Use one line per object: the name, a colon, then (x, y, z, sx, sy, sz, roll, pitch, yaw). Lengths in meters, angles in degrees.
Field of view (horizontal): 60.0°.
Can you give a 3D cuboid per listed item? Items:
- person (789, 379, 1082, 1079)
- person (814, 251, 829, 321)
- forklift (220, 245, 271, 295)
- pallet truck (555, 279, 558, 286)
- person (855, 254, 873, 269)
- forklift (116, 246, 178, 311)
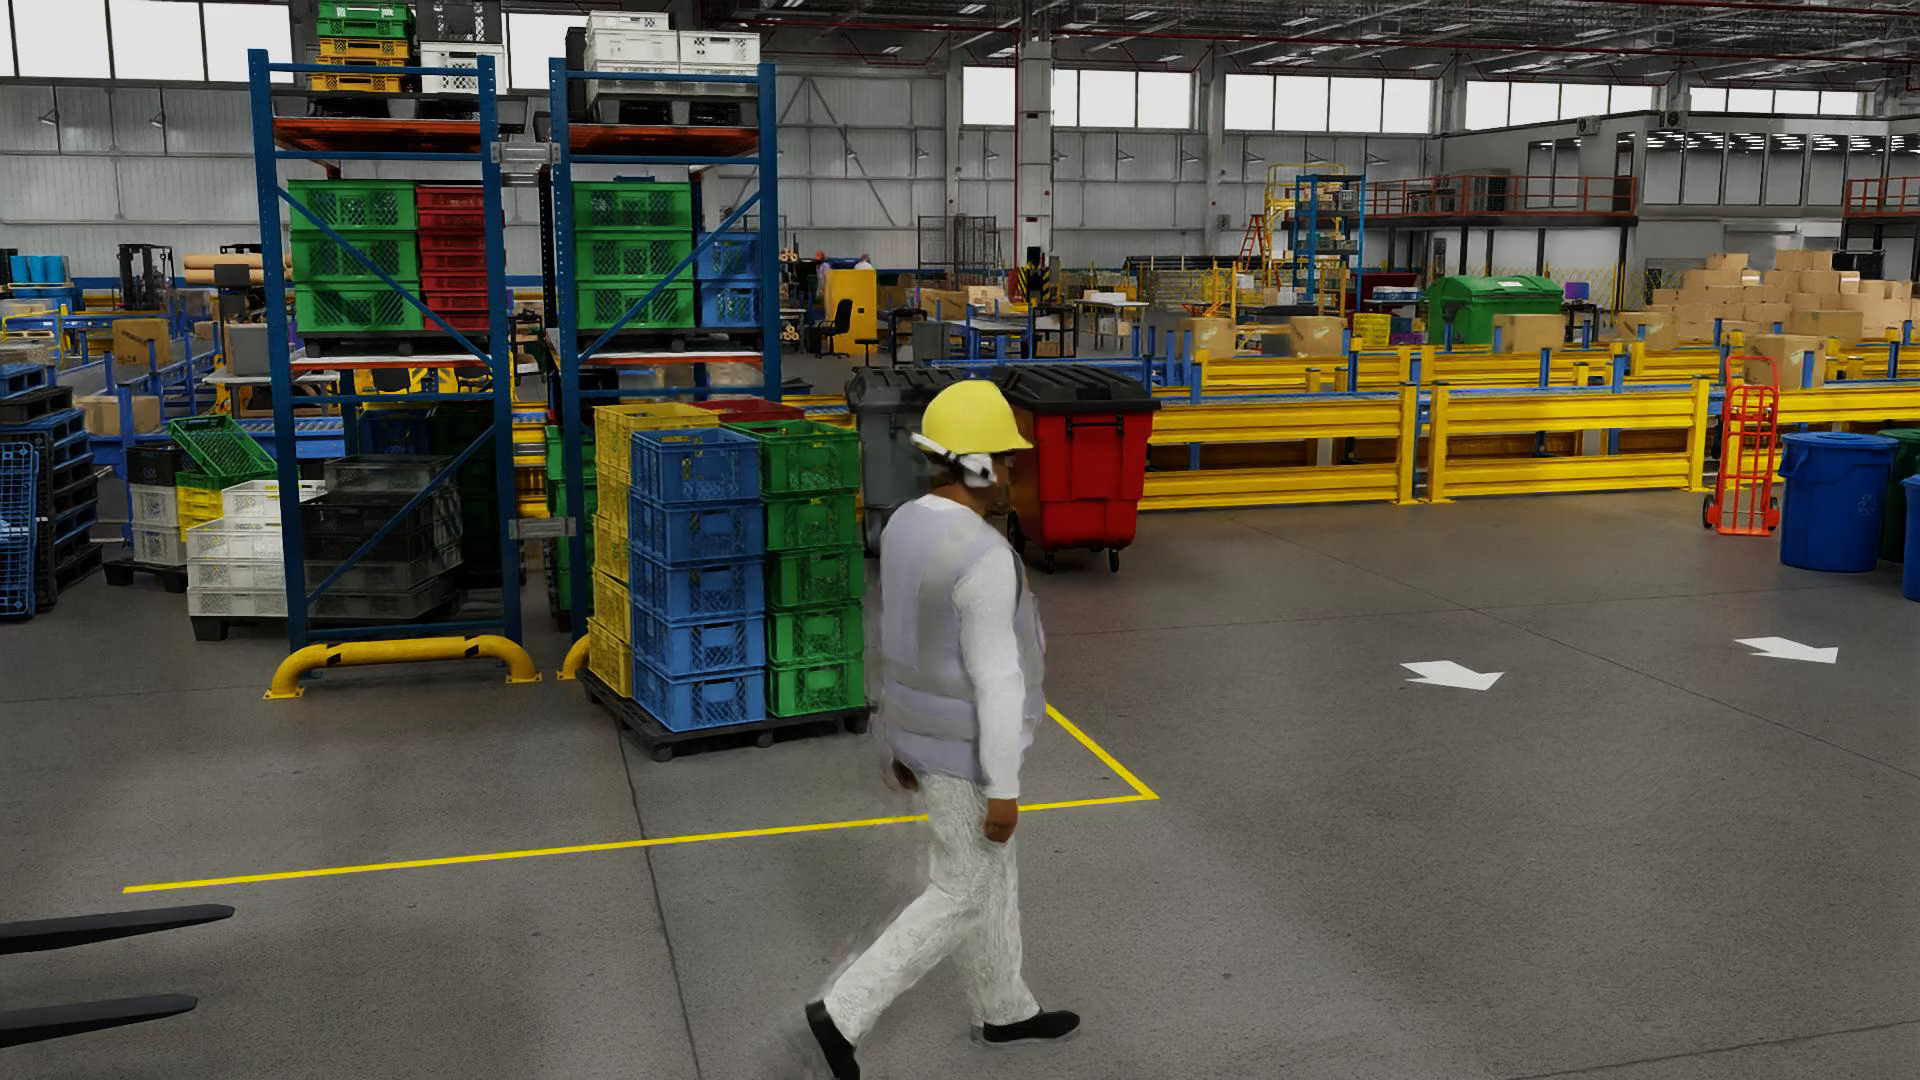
person: (-0.053, 0.502, 4.173, 0.782, 1.808, 0.596, -4, 11, -22)
person: (-3.940, -7.252, 47.529, 0.983, 1.982, 0.633, -8, 13, -39)
forklift: (-17.749, -6.334, 41.440, 1.157, 1.987, 2.680, -3, 10, -17)
pallet truck: (-10.604, -6.375, 44.520, 0.653, 1.274, 1.630, -3, 10, -15)
person: (-2.917, -7.792, 50.894, 0.694, 1.898, 0.403, 6, 12, 32)
forklift: (-19.966, -6.232, 40.894, 1.157, 1.987, 2.680, -3, 10, -15)
